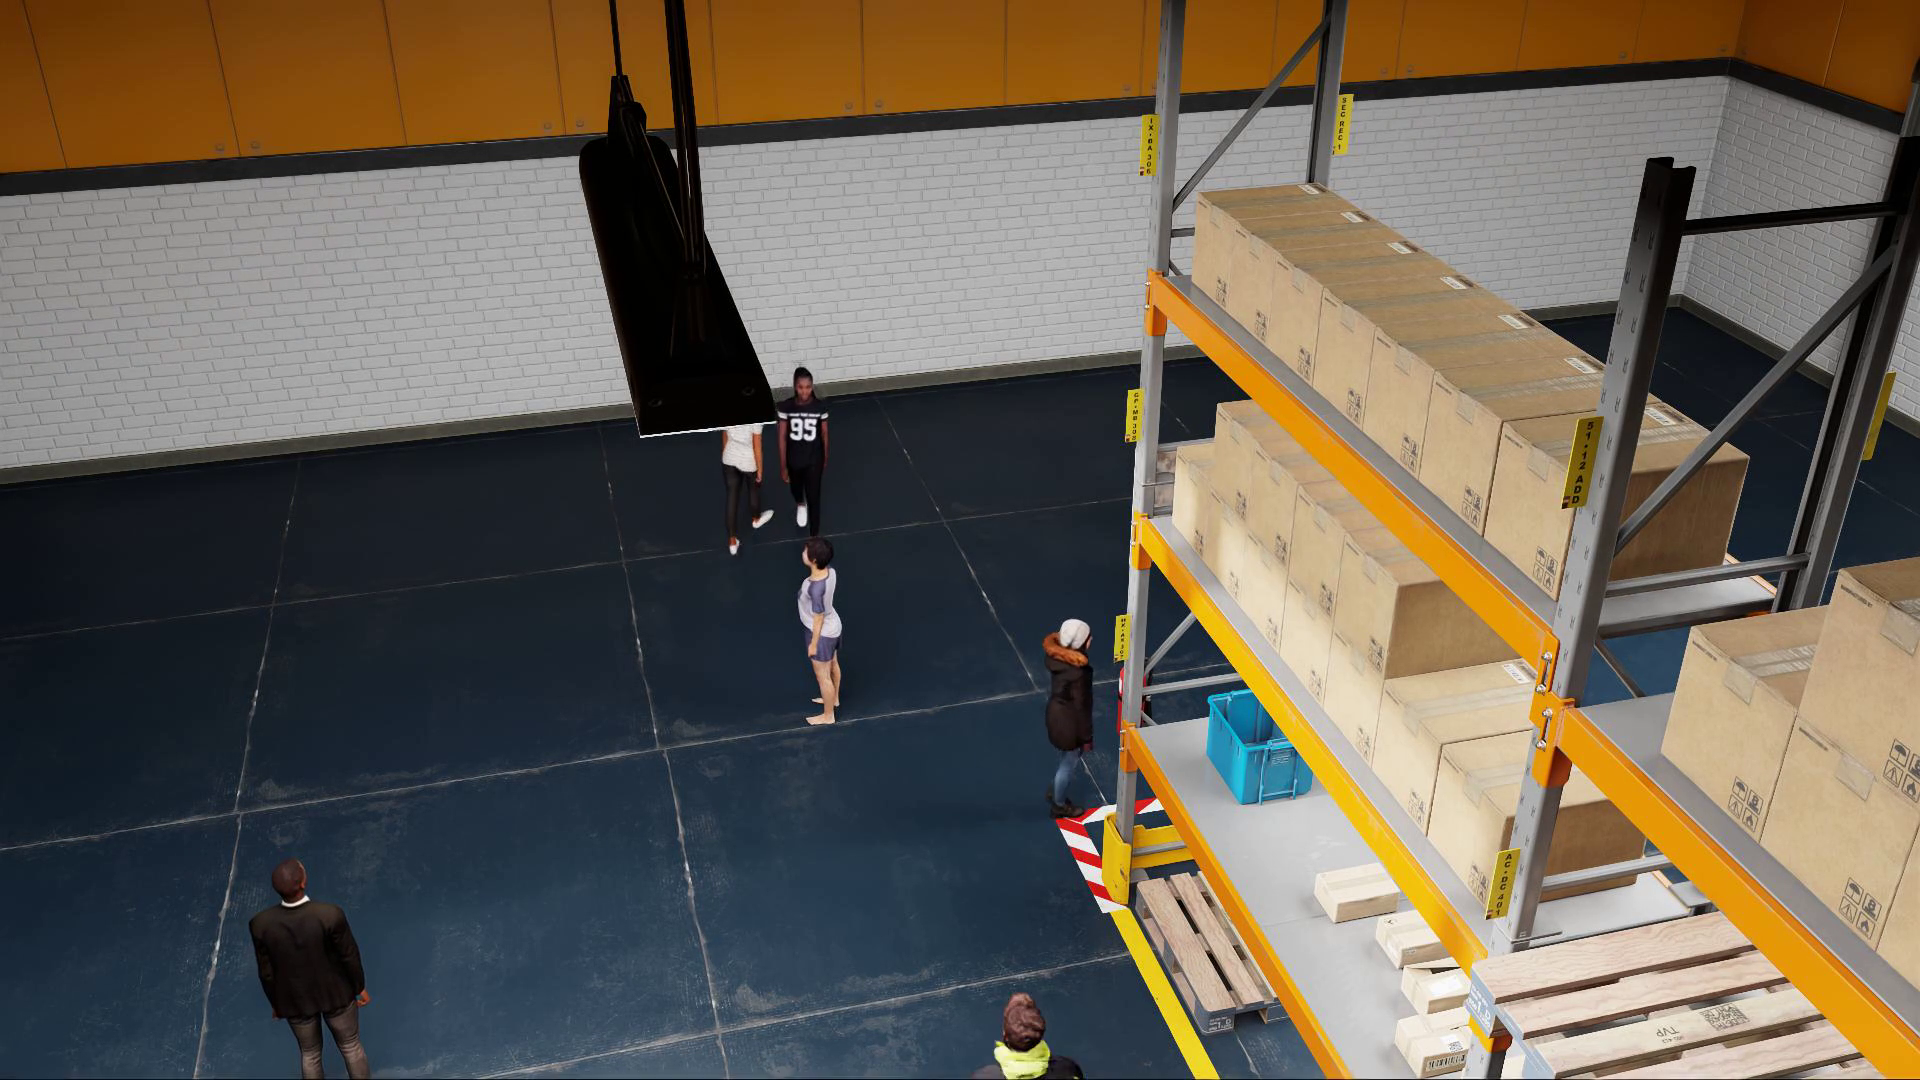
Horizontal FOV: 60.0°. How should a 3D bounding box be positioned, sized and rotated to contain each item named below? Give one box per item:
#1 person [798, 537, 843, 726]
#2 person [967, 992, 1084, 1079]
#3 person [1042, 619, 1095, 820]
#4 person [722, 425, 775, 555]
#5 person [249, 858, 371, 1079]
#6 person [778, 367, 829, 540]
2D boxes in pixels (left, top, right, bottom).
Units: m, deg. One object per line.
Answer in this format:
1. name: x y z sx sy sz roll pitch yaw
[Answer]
1. person: -1.042 0.665 12.564 0.698 1.565 0.584 4 29 8
2. person: 0.314 3.036 7.836 0.783 1.930 1.232 -7 29 -13
3. person: 0.681 1.245 11.438 0.698 1.625 0.543 -6 29 -11
4. person: -1.971 -0.628 14.898 0.990 1.600 1.113 9 30 16
5. person: -3.486 2.467 9.016 0.668 1.799 0.537 -6 29 -11
6. person: -1.419 -0.742 15.007 0.775 1.696 1.213 -1 29 -2
